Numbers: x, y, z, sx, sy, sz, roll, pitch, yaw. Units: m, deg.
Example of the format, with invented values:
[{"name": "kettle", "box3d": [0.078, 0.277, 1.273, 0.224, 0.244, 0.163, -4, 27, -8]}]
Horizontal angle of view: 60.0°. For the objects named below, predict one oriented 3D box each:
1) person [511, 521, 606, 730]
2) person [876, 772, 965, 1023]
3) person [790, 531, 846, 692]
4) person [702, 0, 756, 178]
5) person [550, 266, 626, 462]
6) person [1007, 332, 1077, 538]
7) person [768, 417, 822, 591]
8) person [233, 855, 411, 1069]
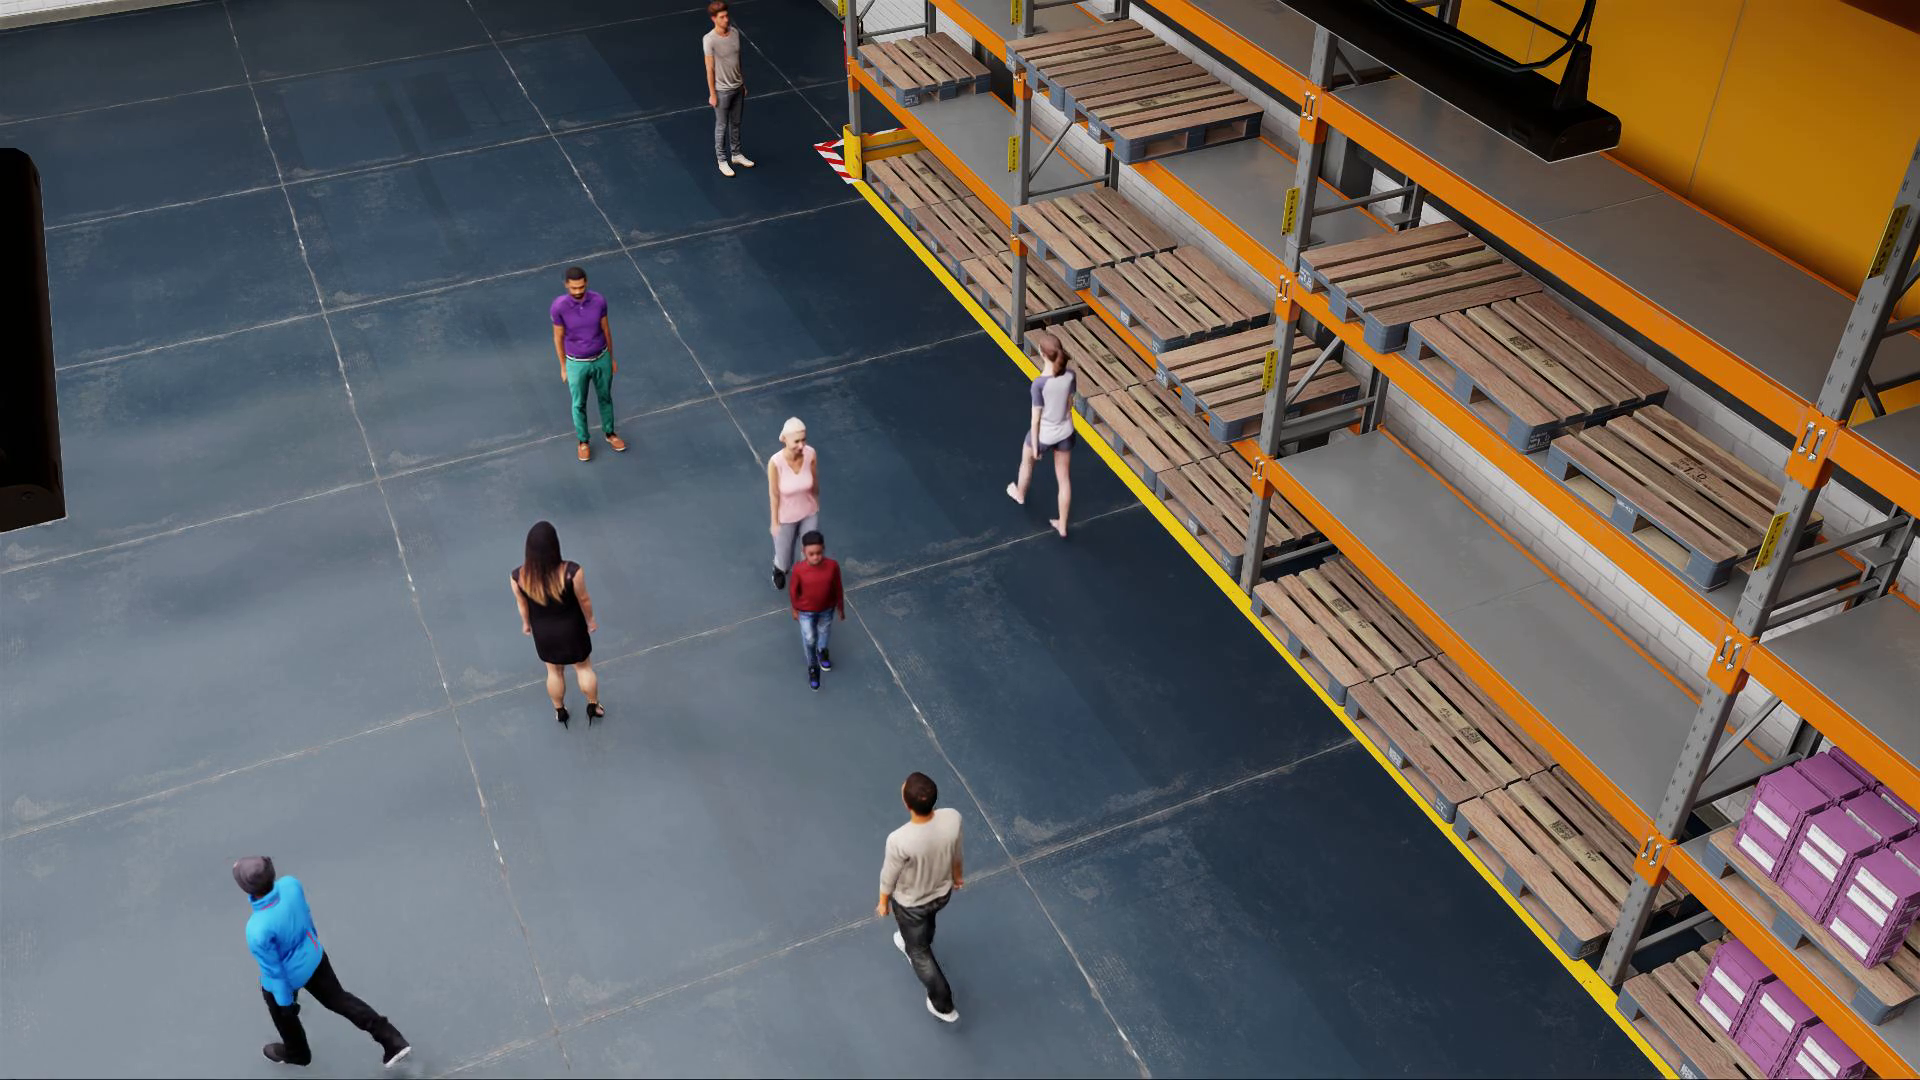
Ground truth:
[{"name": "person", "box3d": [-2.703, 0.595, 11.239, 0.723, 1.718, 0.707, -4, 39, -5]}, {"name": "person", "box3d": [-0.176, 2.032, 9.379, 0.763, 1.793, 1.033, -23, 44, -26]}, {"name": "person", "box3d": [-1.033, 0.414, 11.846, 0.569, 1.244, 0.664, -10, 40, -12]}, {"name": "person", "box3d": [-2.524, -4.904, 17.981, 0.722, 1.897, 0.747, 26, 45, 29]}, {"name": "person", "box3d": [-3.103, -1.500, 13.823, 0.623, 1.766, 0.542, -17, 42, -21]}, {"name": "person", "box3d": [0.753, -0.767, 12.930, 0.591, 1.735, 0.962, -14, 41, -16]}, {"name": "person", "box3d": [-1.239, -0.202, 12.238, 0.550, 1.716, 0.835, -16, 41, -19]}, {"name": "person", "box3d": [-3.512, 2.345, 9.009, 1.135, 1.767, 1.155, 8, 39, 10]}]
